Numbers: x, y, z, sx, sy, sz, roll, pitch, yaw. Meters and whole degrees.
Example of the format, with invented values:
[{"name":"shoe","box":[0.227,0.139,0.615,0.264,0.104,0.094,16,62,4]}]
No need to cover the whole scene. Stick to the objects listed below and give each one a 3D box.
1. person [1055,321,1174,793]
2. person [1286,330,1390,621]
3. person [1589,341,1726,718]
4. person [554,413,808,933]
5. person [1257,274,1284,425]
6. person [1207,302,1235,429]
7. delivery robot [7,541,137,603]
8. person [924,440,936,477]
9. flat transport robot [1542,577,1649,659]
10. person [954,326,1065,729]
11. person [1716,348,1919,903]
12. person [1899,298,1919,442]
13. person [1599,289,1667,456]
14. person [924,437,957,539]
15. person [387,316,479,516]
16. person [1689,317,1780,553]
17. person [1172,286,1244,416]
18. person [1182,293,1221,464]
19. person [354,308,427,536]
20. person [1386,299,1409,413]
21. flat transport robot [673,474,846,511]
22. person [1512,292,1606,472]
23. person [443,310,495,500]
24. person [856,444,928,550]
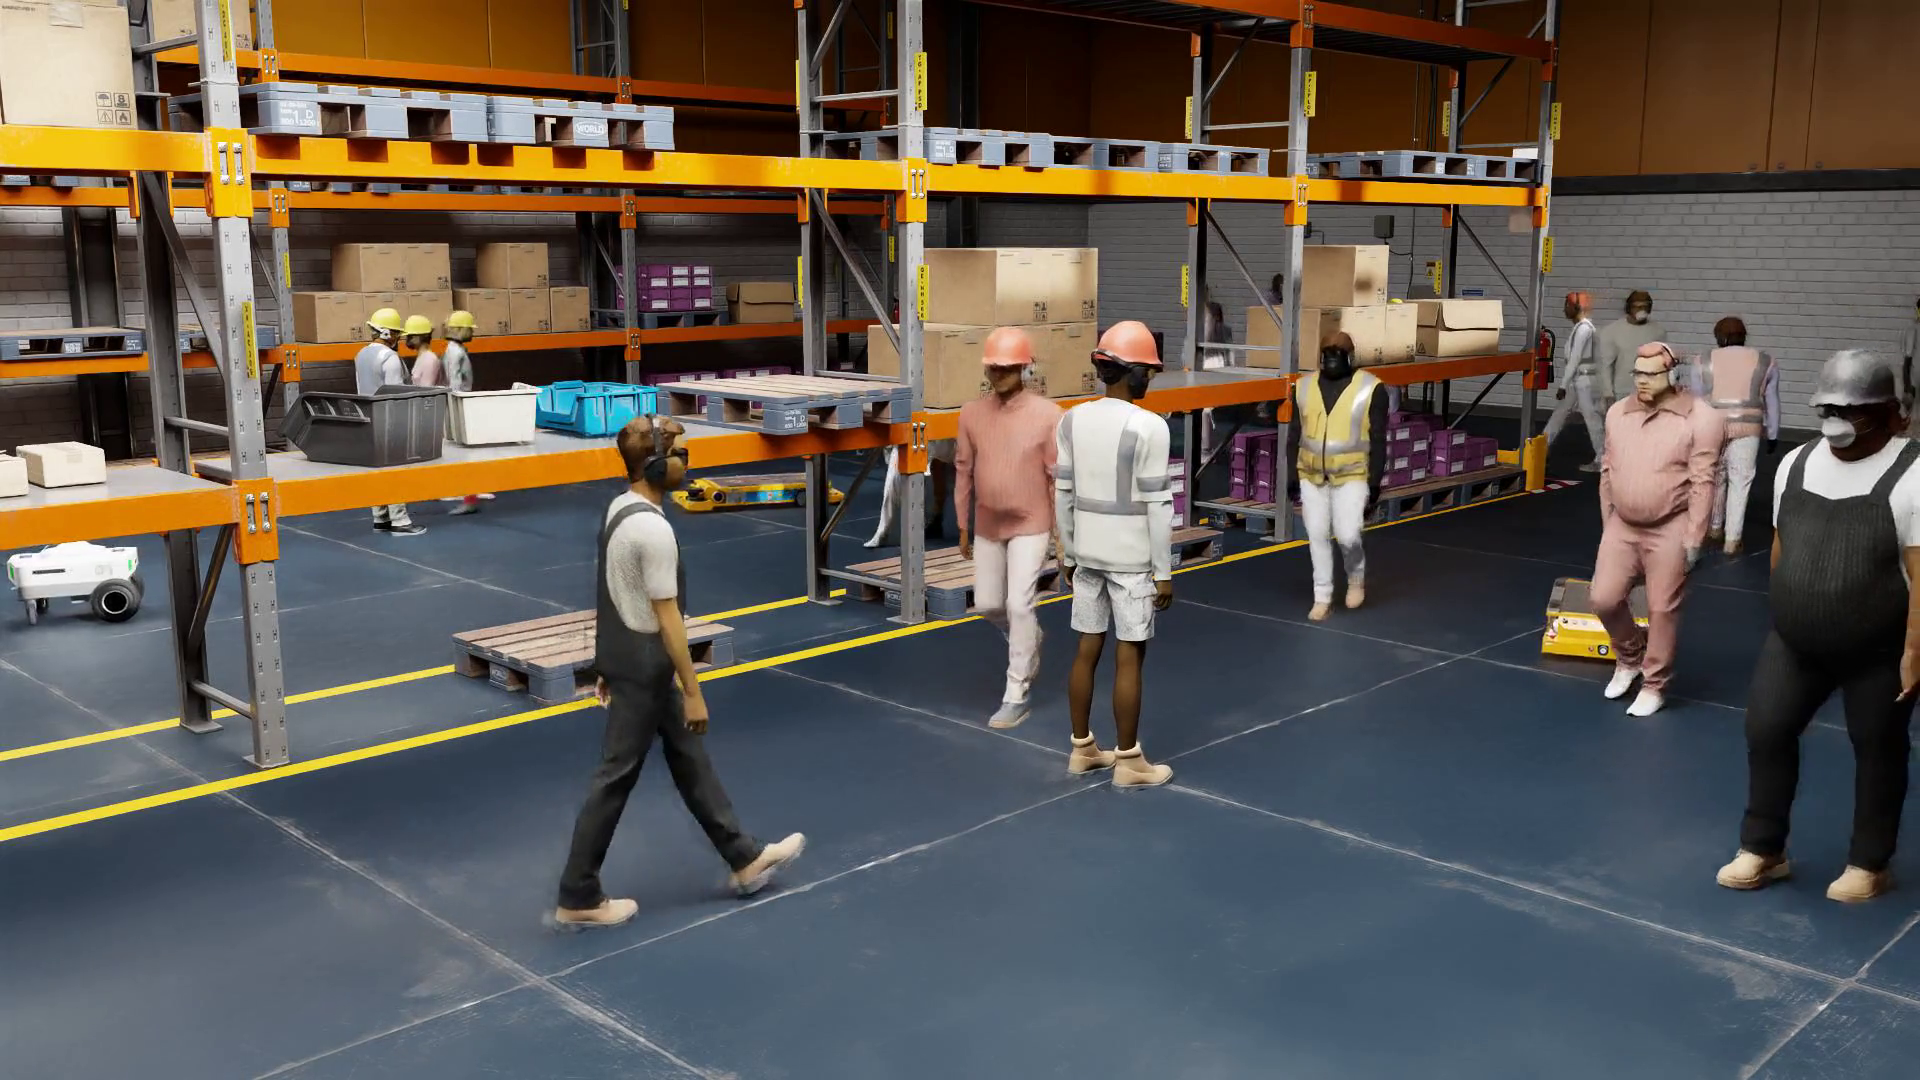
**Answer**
[{"name":"person","box":[0.700,0.071,7.258,0.395,2.038,0.615,-10,14,-42]},{"name":"person","box":[2.343,-0.403,10.419,0.629,1.827,0.453,6,12,31]},{"name":"person","box":[3.446,-0.045,8.309,0.420,1.886,0.638,-9,14,-41]},{"name":"person","box":[-0.996,0.459,5.789,0.967,1.795,0.535,-4,11,-21]},{"name":"person","box":[4.078,-2.387,21.021,0.710,1.904,0.662,8,13,36]},{"name":"person","box":[3.068,-2.060,20.084,0.515,1.598,0.782,6,12,31]},{"name":"delivery robot","box":[-5.556,0.187,10.424,0.707,0.478,0.477,-4,11,-23]},{"name":"person","box":[-0.347,-1.585,16.680,0.607,1.901,0.757,7,12,33]},{"name":"flat transport robot","box":[3.880,0.458,9.974,0.652,0.197,1.431,4,11,22]},{"name":"person","box":[0.286,-0.092,8.358,0.625,1.975,0.742,5,12,26]},{"name":"person","box":[3.124,0.316,5.922,0.723,2.000,0.703,-7,13,-34]},{"name":"person","box":[9.350,-1.471,16.175,0.565,1.850,0.419,-7,12,-32]},{"name":"person","box":[6.169,-1.324,15.211,0.628,1.901,0.894,1,10,3]},{"name":"person","box":[0.013,-0.959,13.301,0.876,1.896,0.569,-4,11,-19]},{"name":"person","box":[-4.577,-1.039,14.166,0.907,1.717,0.535,-6,12,-30]},{"name":"person","box":[5.959,-0.821,12.851,0.648,1.775,1.000,5,12,26]},{"name":"person","box":[3.359,-2.536,22.197,0.965,1.787,0.593,4,11,19]},{"name":"person","box":[2.531,-1.732,17.519,0.406,1.882,0.670,1,10,6]},{"name":"person","box":[-4.588,-0.943,13.380,0.586,1.823,0.403,9,14,42]},{"name":"person","box":[4.371,-1.559,16.898,0.316,1.769,0.525,-5,12,-27]},{"name":"flat transport robot","box":[-1.795,-0.444,14.895,1.431,0.197,0.652,-4,11,-21]},{"name":"person","box":[6.199,-1.598,16.930,0.985,1.827,0.581,3,11,14]},{"name":"person","box":[-4.458,-1.210,15.077,0.590,1.722,0.503,-4,11,-20]},{"name":"person","box":[-0.482,-0.764,13.036,0.519,1.592,0.872,10,14,42]}]
